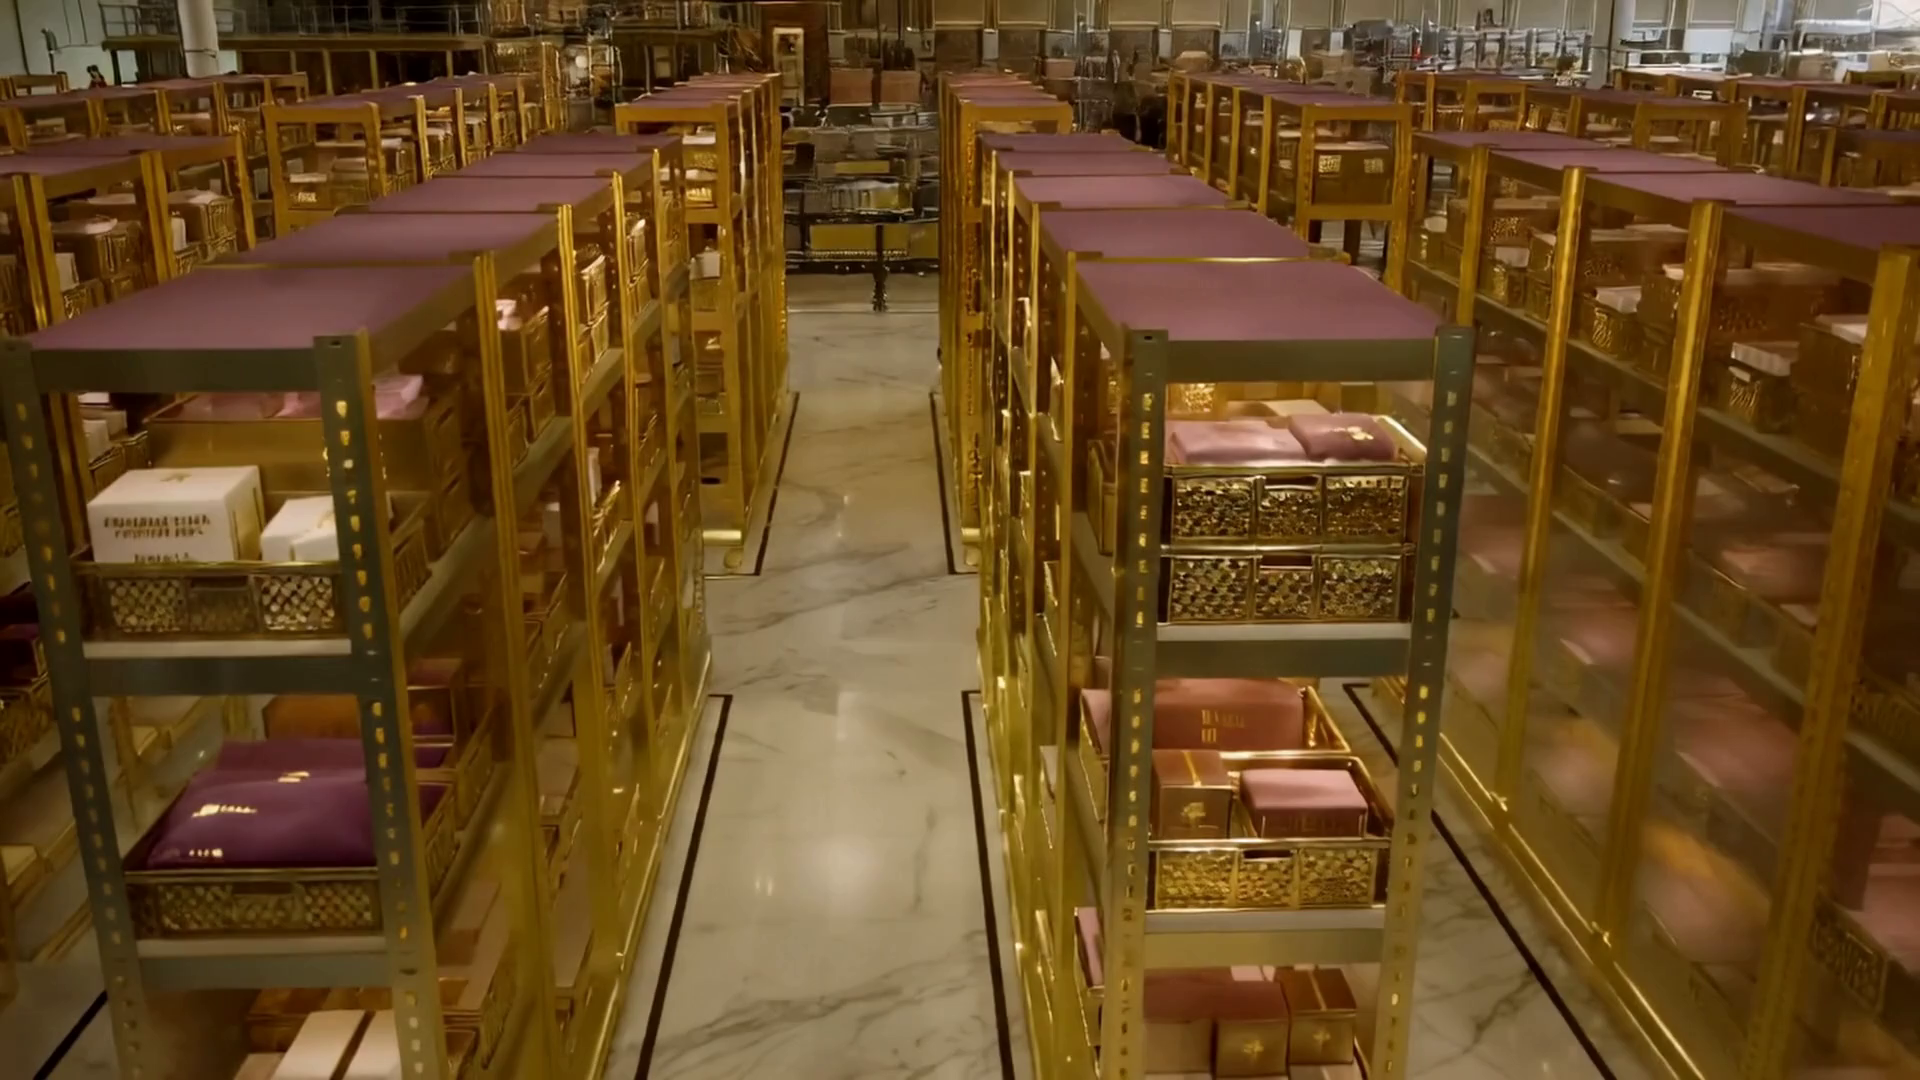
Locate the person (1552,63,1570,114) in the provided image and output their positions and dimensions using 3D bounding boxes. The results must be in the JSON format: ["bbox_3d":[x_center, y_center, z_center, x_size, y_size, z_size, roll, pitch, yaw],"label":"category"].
[{"bbox_3d":[23.979,-18.039,66.429,0.691,2.000,0.663,1,18,2],"label":"person"}]

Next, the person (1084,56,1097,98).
[{"bbox_3d":[6.179,-21.833,78.398,0.381,1.924,0.761,-13,22,-34],"label":"person"}]

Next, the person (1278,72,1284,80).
[{"bbox_3d":[11.791,-16.409,61.719,0.909,1.841,0.526,3,18,9],"label":"person"}]

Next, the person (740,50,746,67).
[{"bbox_3d":[-11.284,-24.514,86.629,0.401,1.939,0.602,2,18,5],"label":"person"}]

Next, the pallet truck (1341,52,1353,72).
[{"bbox_3d":[18.794,-23.123,82.231,0.823,1.965,1.885,-13,22,-35],"label":"pallet truck"}]

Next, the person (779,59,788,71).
[{"bbox_3d":[-9.352,-24.576,87.180,0.489,1.712,0.765,13,22,34],"label":"person"}]

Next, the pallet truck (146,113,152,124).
[{"bbox_3d":[-18.087,-8.309,36.390,1.885,1.965,0.823,-1,18,-4],"label":"pallet truck"}]

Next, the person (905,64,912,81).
[{"bbox_3d":[-2.206,-19.138,70.145,0.351,1.846,0.506,10,20,28],"label":"person"}]

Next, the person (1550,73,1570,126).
[{"bbox_3d":[21.690,-15.896,60.088,0.882,1.887,0.631,-15,23,-39],"label":"person"}]

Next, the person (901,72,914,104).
[{"bbox_3d":[-2.029,-16.404,61.656,0.938,1.858,0.655,-6,19,-17],"label":"person"}]

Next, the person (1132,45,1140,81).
[{"bbox_3d":[10.050,-27.241,94.980,0.384,1.995,0.613,-6,19,-19],"label":"person"}]

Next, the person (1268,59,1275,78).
[{"bbox_3d":[15.059,-22.382,80.435,0.321,1.690,0.533,13,22,35],"label":"person"}]

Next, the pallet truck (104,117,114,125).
[{"bbox_3d":[-18.367,-7.885,35.078,1.885,1.965,0.823,1,18,2],"label":"pallet truck"}]

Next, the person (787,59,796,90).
[{"bbox_3d":[-8.764,-24.109,85.505,0.792,1.851,0.596,8,20,23],"label":"person"}]

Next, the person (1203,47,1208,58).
[{"bbox_3d":[13.941,-27.036,94.539,1.012,1.869,0.604,-4,18,-12],"label":"person"}]

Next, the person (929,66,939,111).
[{"bbox_3d":[-0.997,-18.182,67.169,0.508,1.859,0.503,4,18,12],"label":"person"}]

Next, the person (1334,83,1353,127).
[{"bbox_3d":[13.206,-14.871,57.208,0.568,1.673,0.554,-3,18,-8],"label":"person"}]

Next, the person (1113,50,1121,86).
[{"bbox_3d":[8.451,-25.469,89.741,0.429,1.844,0.625,2,18,7],"label":"person"}]

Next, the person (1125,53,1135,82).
[{"bbox_3d":[8.380,-23.300,82.920,0.577,1.904,0.859,17,24,41],"label":"person"}]

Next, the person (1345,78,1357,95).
[{"bbox_3d":[13.548,-15.071,57.617,0.711,1.807,0.603,16,24,40],"label":"person"}]

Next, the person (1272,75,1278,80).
[{"bbox_3d":[10.796,-15.195,57.887,0.978,1.896,0.565,-5,19,-15],"label":"person"}]

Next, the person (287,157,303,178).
[{"bbox_3d":[-12.307,-6.637,31.390,0.663,1.896,0.442,-13,22,-34],"label":"person"}]

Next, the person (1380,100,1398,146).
[{"bbox_3d":[12.430,-11.879,48.037,0.538,1.608,0.611,-1,18,-3],"label":"person"}]

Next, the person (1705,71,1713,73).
[{"bbox_3d":[33.392,-20.514,74.294,0.447,1.908,0.597,-5,18,-14],"label":"person"}]

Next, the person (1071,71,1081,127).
[{"bbox_3d":[4.170,-15.879,59.912,0.361,1.938,0.545,-6,19,-17],"label":"person"}]

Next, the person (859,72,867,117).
[{"bbox_3d":[-3.699,-17.150,64.148,0.520,1.752,0.527,1,18,3],"label":"person"}]

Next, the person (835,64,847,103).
[{"bbox_3d":[-4.746,-18.149,66.938,0.762,1.935,0.611,12,21,32],"label":"person"}]

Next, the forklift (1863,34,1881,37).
[{"bbox_3d":[44.131,-23.197,81.047,1.129,2.768,1.873,-1,18,-2],"label":"forklift"}]

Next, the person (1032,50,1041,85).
[{"bbox_3d":[4.154,-25.730,90.550,0.430,1.843,0.626,15,23,38],"label":"person"}]
